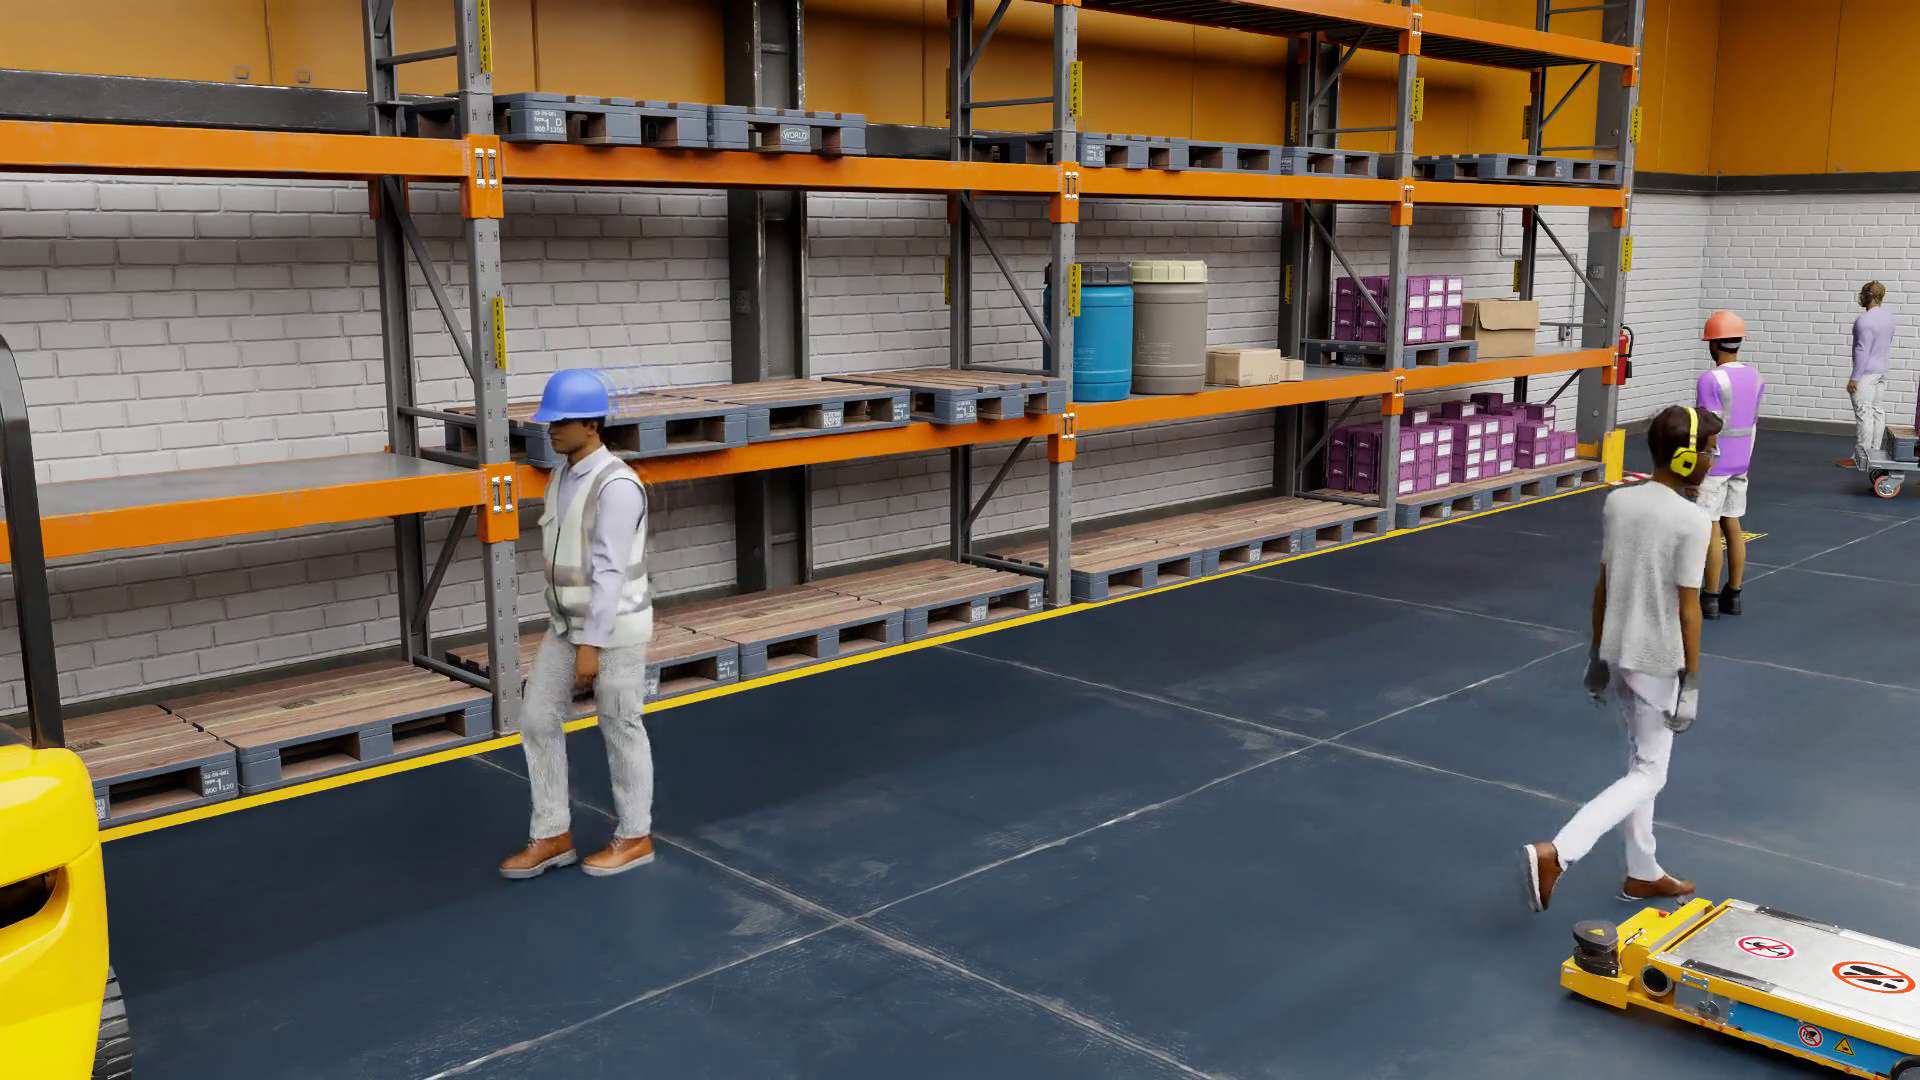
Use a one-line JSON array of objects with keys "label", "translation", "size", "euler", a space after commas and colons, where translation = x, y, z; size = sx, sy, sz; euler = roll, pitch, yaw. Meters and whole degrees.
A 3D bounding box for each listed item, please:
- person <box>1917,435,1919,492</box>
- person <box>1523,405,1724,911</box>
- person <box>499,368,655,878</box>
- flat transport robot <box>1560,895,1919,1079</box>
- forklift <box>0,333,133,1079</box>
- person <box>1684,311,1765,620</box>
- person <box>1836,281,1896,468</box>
[{"label": "person", "translation": [6.250, -0.458, 10.293], "size": [0.480, 1.984, 0.640], "euler": [-7, 13, -34]}, {"label": "person", "translation": [2.335, 0.442, 5.825], "size": [0.765, 1.840, 0.537], "euler": [-3, 11, -18]}, {"label": "person", "translation": [-1.451, 0.341, 6.119], "size": [0.706, 1.922, 0.612], "euler": [-10, 14, -44]}, {"label": "flat transport robot", "translation": [2.633, 1.374, 4.980], "size": [0.652, 0.197, 1.431], "euler": [-10, 15, -44]}, {"label": "forklift", "translation": [-3.289, 0.485, 4.582], "size": [1.214, 2.155, 2.313], "euler": [-10, 14, -44]}, {"label": "person", "translation": [4.765, -0.467, 10.476], "size": [0.551, 1.933, 0.371], "euler": [-6, 12, -30]}, {"label": "person", "translation": [9.383, -1.700, 17.194], "size": [0.627, 1.941, 0.373], "euler": [-8, 13, -36]}]
